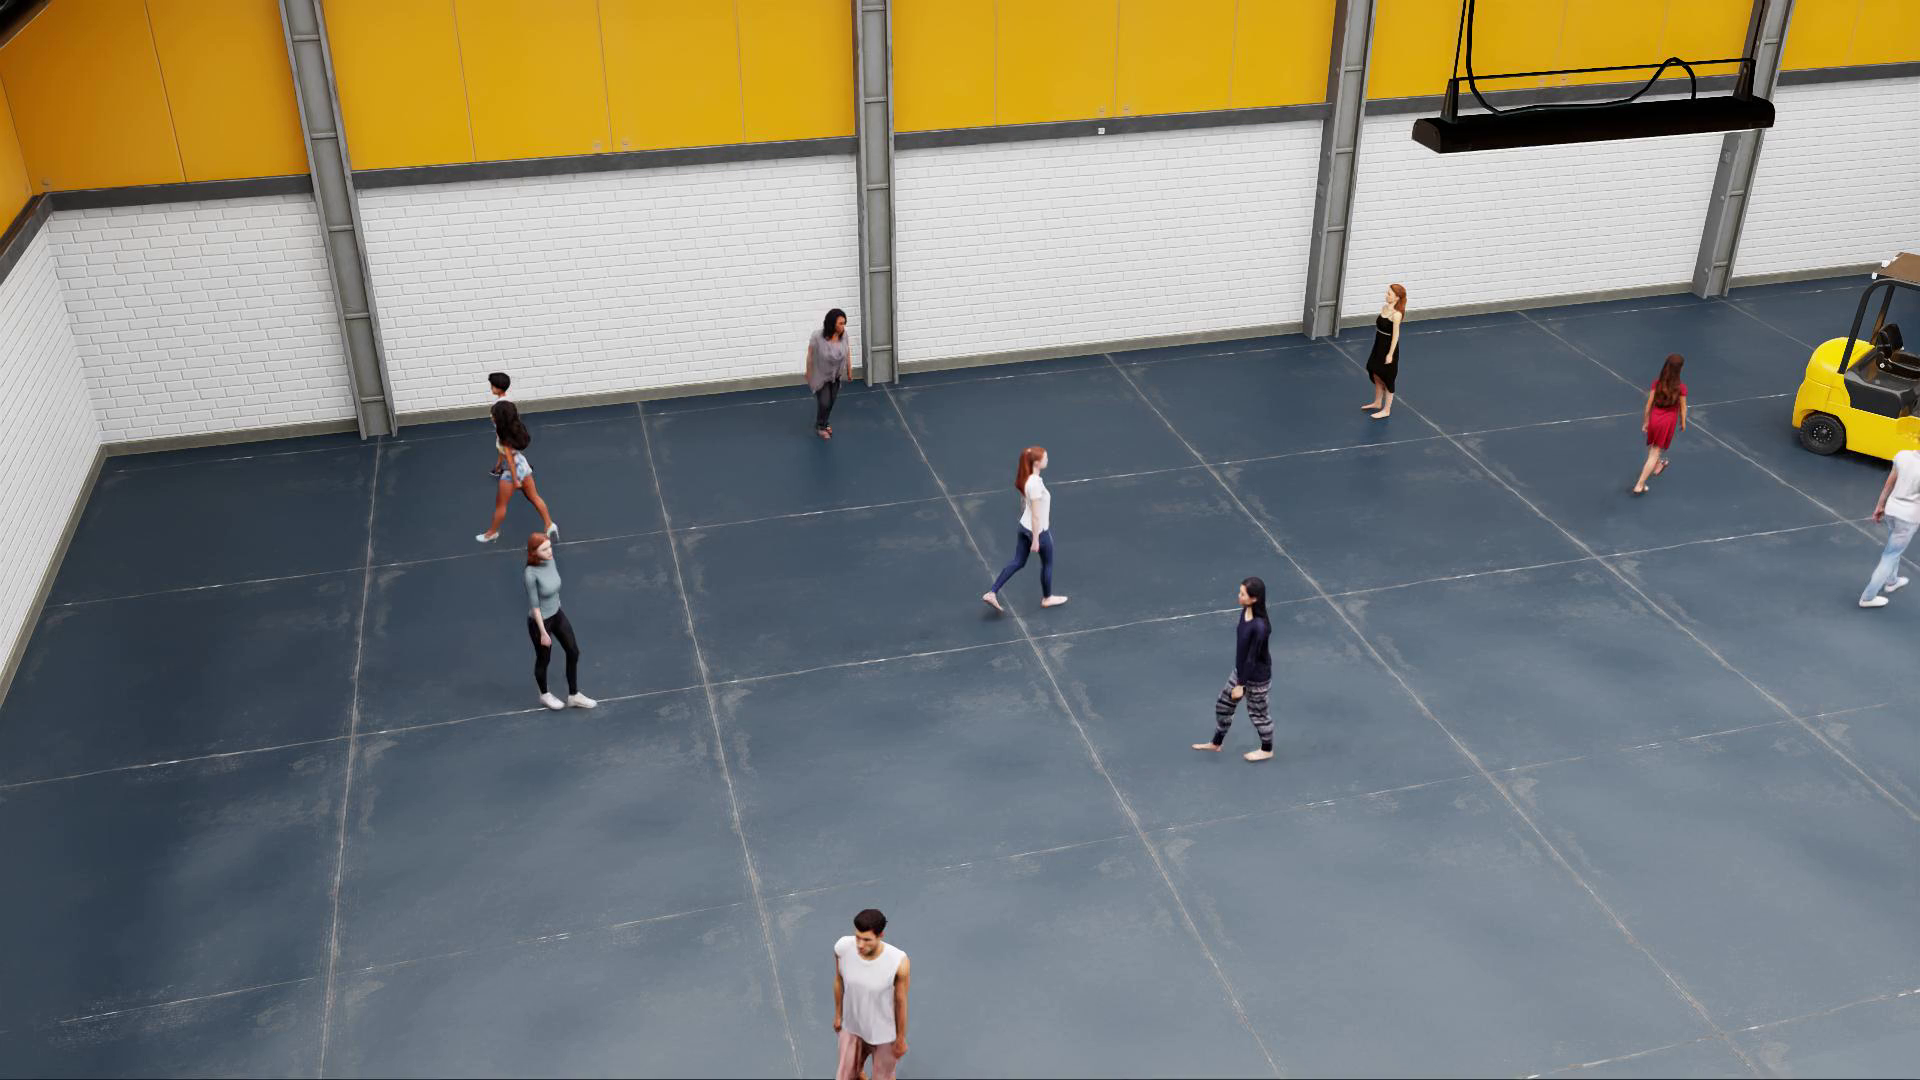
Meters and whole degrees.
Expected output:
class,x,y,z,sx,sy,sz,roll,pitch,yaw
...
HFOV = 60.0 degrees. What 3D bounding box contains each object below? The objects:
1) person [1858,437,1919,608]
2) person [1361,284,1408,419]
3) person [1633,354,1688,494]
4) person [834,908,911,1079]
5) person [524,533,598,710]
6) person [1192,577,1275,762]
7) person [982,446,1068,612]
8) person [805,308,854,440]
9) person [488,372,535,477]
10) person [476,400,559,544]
class,x,y,z,sx,sy,sz,roll,pitch,yaw
person,8.756,-0.193,15.586,0.932,1.825,0.695,-9,30,-15
person,5.019,-2.235,19.539,0.572,1.625,0.576,-6,29,-10
person,7.482,-1.205,17.775,1.128,1.506,0.882,-25,38,-38
person,-0.491,2.862,10.032,0.786,1.780,0.859,12,31,20
person,-3.562,0.689,14.074,0.907,1.725,0.831,12,31,20
person,2.439,1.065,13.403,0.905,1.707,0.670,-5,29,-10
person,0.584,-0.064,15.471,1.119,1.710,0.680,-11,31,-20
person,-1.572,-1.933,19.046,0.774,1.566,0.836,-13,31,-22
person,-4.905,-1.231,18.090,0.813,1.250,0.630,2,29,3
person,-4.384,-0.652,16.685,1.070,1.578,0.694,-2,29,-4
